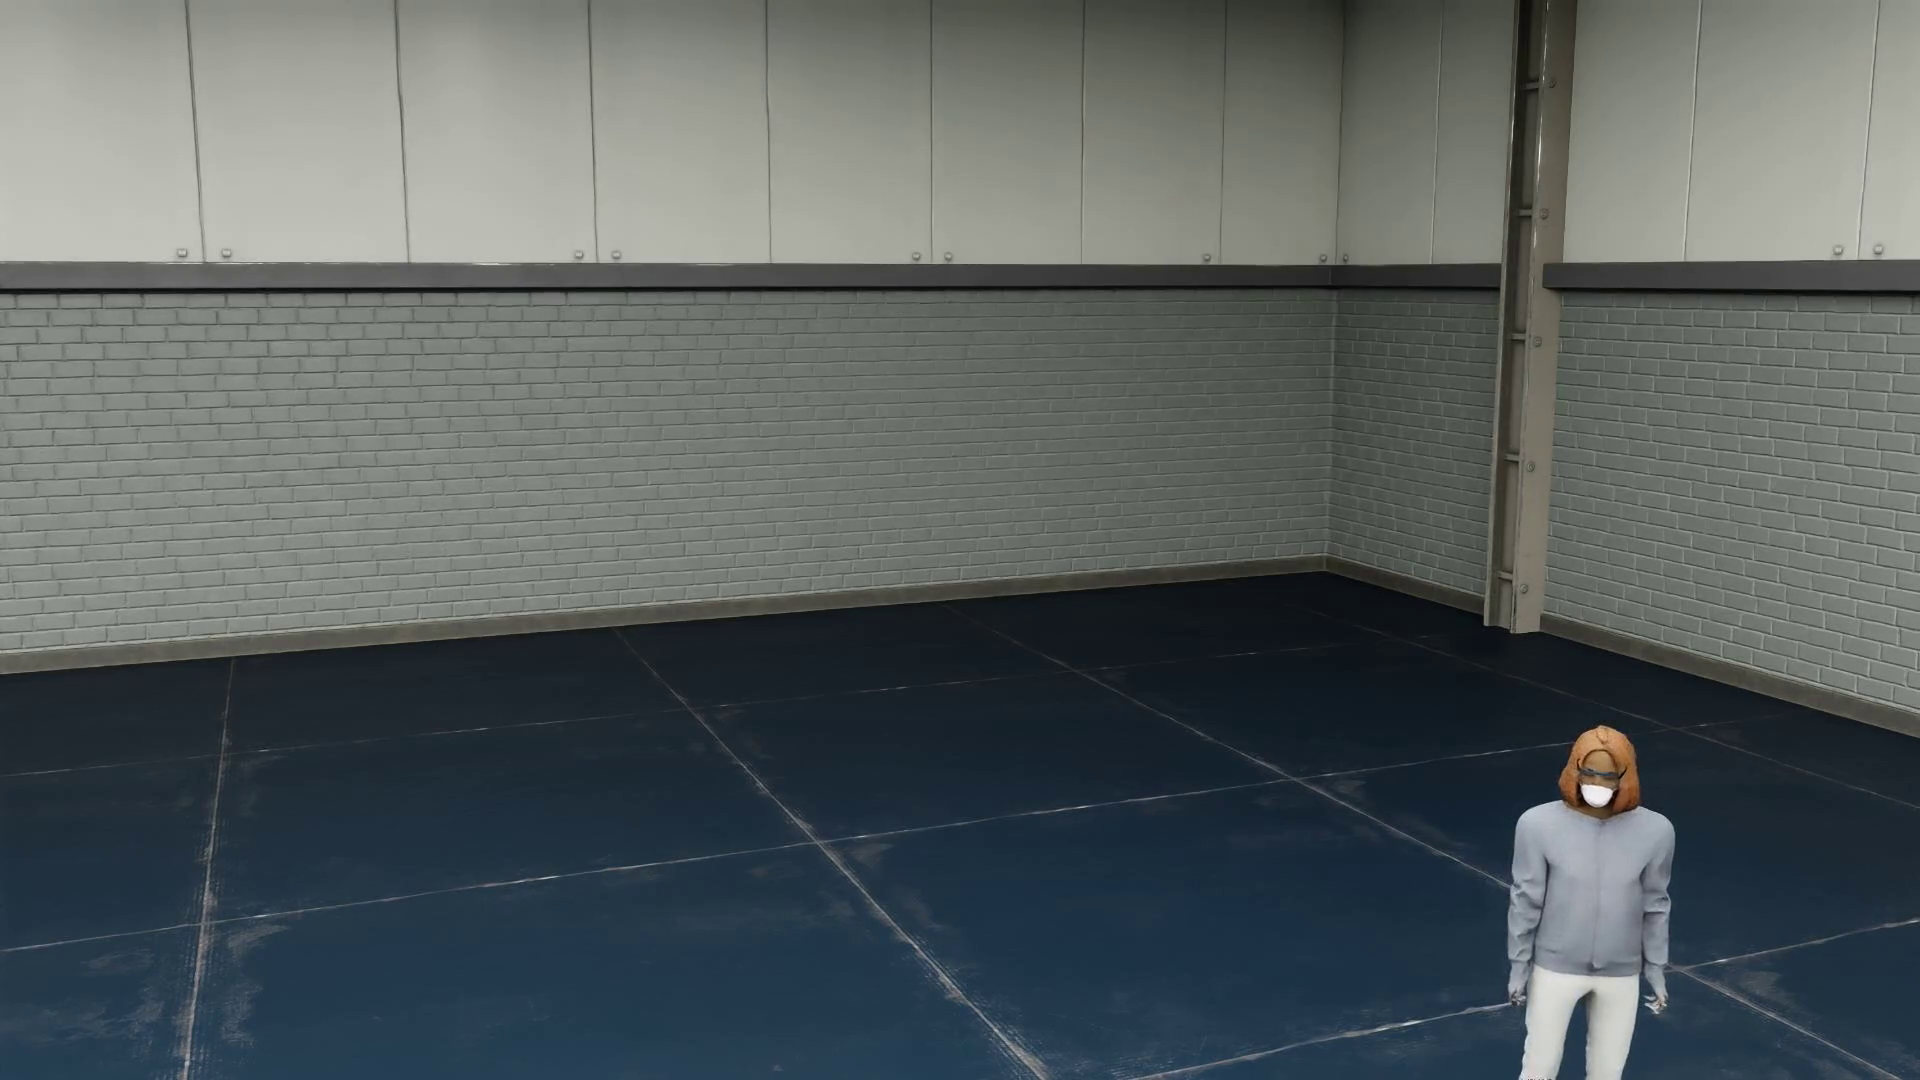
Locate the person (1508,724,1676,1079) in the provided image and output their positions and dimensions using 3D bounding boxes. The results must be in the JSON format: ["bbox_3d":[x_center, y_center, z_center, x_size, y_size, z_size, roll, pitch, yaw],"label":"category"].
[{"bbox_3d":[2.002,1.383,5.306,0.504,1.631,0.280,1,9,5],"label":"person"}]
